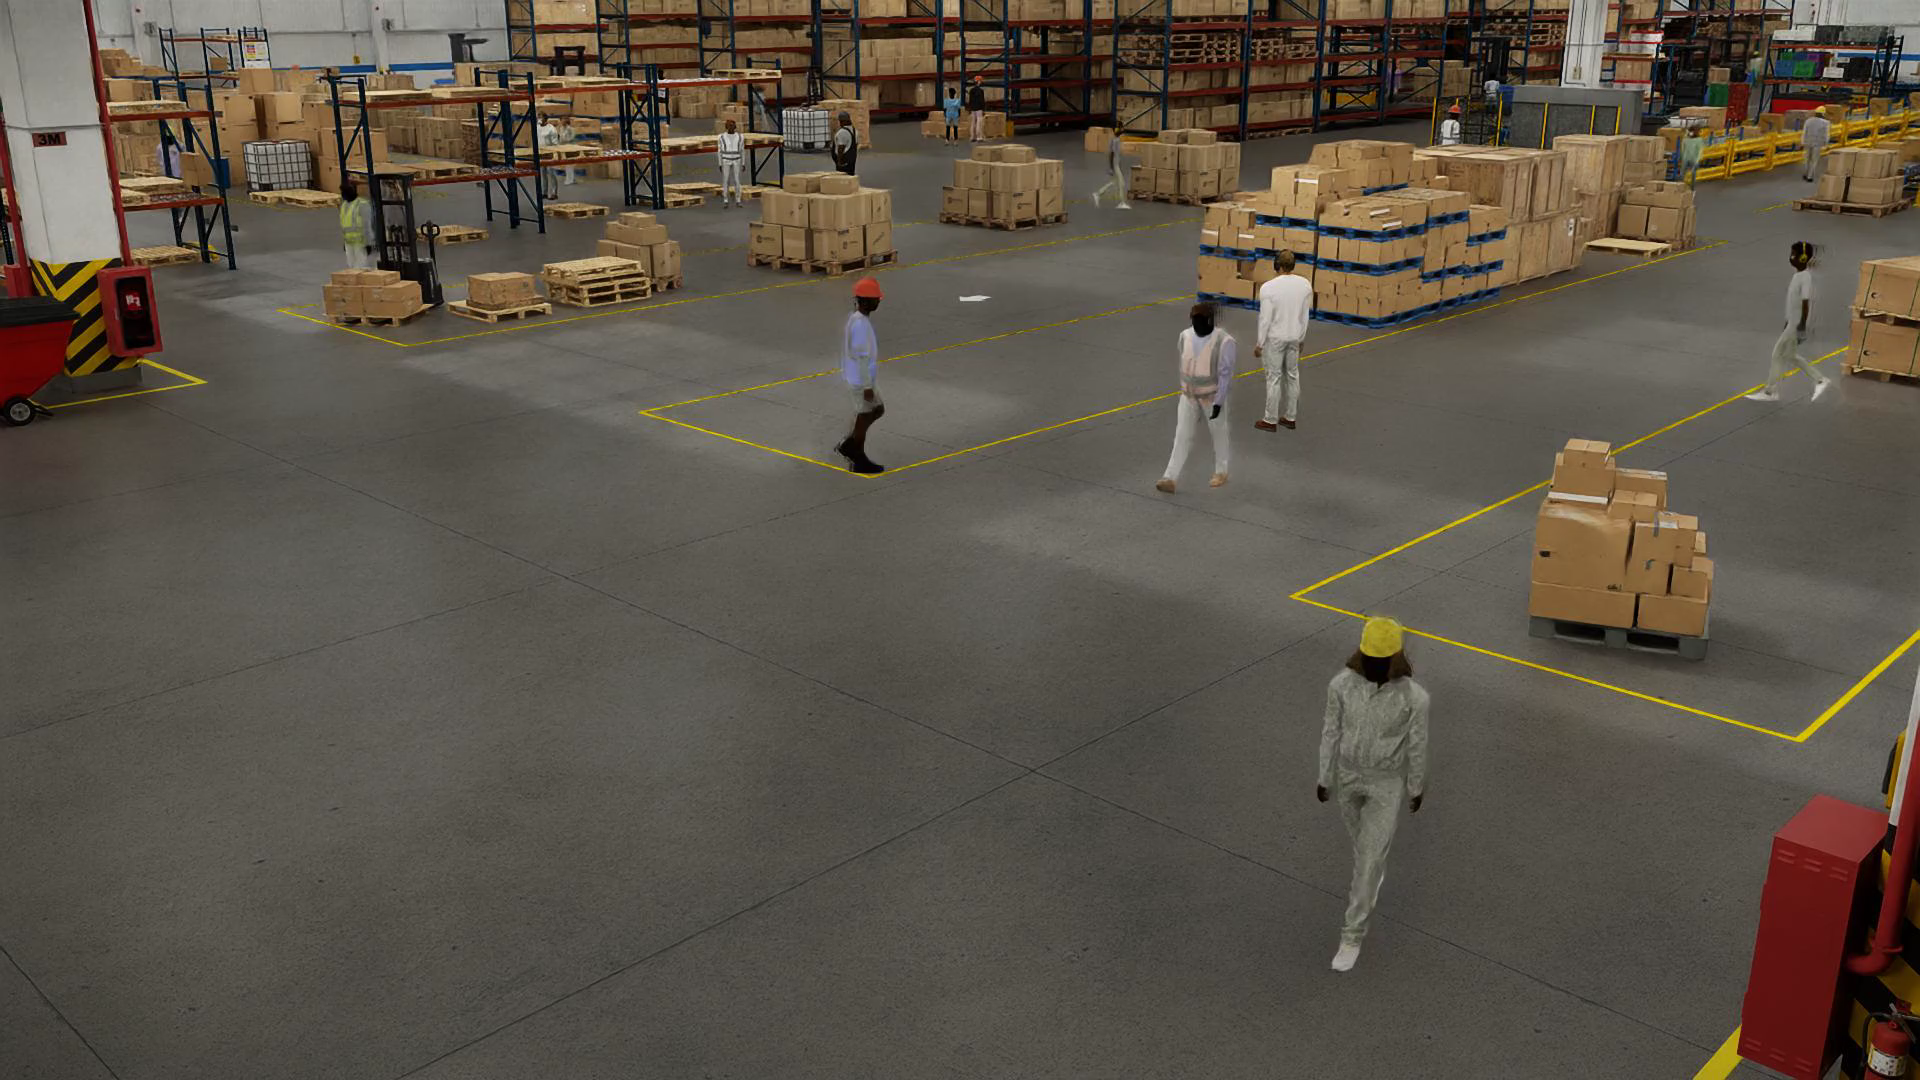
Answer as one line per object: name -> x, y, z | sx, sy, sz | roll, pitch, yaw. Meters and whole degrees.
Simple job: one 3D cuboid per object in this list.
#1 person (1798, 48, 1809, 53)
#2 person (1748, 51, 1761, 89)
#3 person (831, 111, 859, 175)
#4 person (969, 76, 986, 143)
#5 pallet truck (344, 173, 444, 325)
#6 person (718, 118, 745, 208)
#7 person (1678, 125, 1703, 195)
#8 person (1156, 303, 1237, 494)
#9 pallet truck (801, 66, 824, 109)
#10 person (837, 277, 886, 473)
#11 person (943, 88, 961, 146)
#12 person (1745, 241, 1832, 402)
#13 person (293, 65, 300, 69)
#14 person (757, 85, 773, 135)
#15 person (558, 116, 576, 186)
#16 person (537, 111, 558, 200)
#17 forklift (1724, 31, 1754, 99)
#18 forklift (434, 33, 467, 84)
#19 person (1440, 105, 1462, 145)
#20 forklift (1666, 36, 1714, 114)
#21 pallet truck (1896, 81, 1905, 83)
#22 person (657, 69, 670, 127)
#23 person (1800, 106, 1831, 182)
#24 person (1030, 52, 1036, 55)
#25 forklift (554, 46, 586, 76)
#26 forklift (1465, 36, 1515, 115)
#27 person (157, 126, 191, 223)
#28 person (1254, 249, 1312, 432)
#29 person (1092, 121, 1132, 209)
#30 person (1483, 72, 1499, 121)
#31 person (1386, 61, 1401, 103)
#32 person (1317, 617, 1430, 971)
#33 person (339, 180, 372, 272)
person -> 41.824, -23.629, 82.438 | 0.609, 1.941, 0.710 | 4, 19, 12
person -> 36.990, -21.895, 77.498 | 0.360, 1.751, 0.558 | -17, 25, -42
person -> -2.505, -8.200, 35.800 | 0.539, 2.000, 0.689 | 9, 20, 26
person -> 0.550, -13.137, 50.744 | 0.396, 1.992, 0.622 | -15, 24, -39
pallet truck -> -8.209, -4.181, 23.757 | 0.823, 1.965, 1.885 | 3, 19, 9
person -> -4.891, -8.069, 35.652 | 0.573, 1.883, 0.355 | -5, 19, -15
person -> 16.459, -8.536, 37.521 | 0.501, 1.586, 0.859 | 16, 24, 40
person -> 2.233, -1.307, 15.435 | 0.626, 1.781, 0.981 | 13, 22, 34
pallet truck -> -4.812, -15.182, 56.903 | 0.823, 1.965, 1.885 | -9, 21, -26
person -> -0.911, -1.573, 16.015 | 0.415, 1.921, 0.557 | 1, 18, 3
person -> -0.234, -12.673, 49.809 | 0.535, 1.699, 0.322 | 3, 19, 8
person -> 9.485, -2.452, 18.789 | 0.801, 1.841, 0.531 | 6, 19, 18
person -> -23.687, -16.055, 59.678 | 0.848, 1.899, 0.568 | -9, 21, -26
person -> -6.236, -13.621, 52.801 | 0.709, 1.604, 0.539 | 0, 18, 0
person -> -9.444, -9.332, 39.865 | 0.554, 1.629, 0.442 | 17, 25, 41
person -> -9.210, -8.549, 37.010 | 0.627, 1.940, 0.375 | 9, 20, 24
forklift -> 32.673, -20.012, 70.076 | 1.129, 2.768, 1.873 | 17, 25, 41
forklift -> -19.731, -18.530, 65.609 | 1.873, 2.768, 1.129 | 1, 18, 4
person -> 11.459, -9.159, 38.857 | 0.377, 1.932, 0.548 | -9, 20, -25
forklift -> 27.341, -17.291, 61.877 | 1.129, 2.768, 1.873 | 17, 25, 41
pallet truck -> 34.802, -16.331, 61.455 | 0.653, 1.274, 1.630 | 17, 25, 41
person -> -10.094, -15.030, 56.586 | 0.589, 1.912, 0.391 | 14, 23, 36
person -> 20.864, -9.647, 40.529 | 0.729, 1.808, 0.609 | -17, 25, -42
person -> 3.542, -23.038, 80.741 | 0.447, 1.897, 0.658 | 12, 22, 31
forklift -> -12.071, -13.979, 51.899 | 1.873, 2.768, 1.129 | 17, 25, 41
forklift -> 19.973, -17.201, 61.605 | 1.873, 2.768, 1.129 | 16, 24, 40
person -> -15.732, -7.331, 33.374 | 0.619, 1.911, 0.425 | -17, 25, -41
person -> 3.397, -2.109, 17.605 | 0.627, 1.941, 0.371 | -8, 20, -23
person -> 3.267, -8.010, 35.536 | 0.794, 1.849, 0.529 | 3, 19, 9
person -> 18.824, -15.714, 58.974 | 0.540, 1.695, 0.317 | -1, 18, -4
person -> 16.418, -17.232, 63.255 | 0.648, 1.872, 0.890 | 4, 19, 11
person -> 2.013, 1.155, 8.147 | 0.493, 1.701, 0.911 | 11, 21, 29
person -> -8.979, -4.438, 24.798 | 0.643, 1.827, 0.503 | 14, 23, 35
